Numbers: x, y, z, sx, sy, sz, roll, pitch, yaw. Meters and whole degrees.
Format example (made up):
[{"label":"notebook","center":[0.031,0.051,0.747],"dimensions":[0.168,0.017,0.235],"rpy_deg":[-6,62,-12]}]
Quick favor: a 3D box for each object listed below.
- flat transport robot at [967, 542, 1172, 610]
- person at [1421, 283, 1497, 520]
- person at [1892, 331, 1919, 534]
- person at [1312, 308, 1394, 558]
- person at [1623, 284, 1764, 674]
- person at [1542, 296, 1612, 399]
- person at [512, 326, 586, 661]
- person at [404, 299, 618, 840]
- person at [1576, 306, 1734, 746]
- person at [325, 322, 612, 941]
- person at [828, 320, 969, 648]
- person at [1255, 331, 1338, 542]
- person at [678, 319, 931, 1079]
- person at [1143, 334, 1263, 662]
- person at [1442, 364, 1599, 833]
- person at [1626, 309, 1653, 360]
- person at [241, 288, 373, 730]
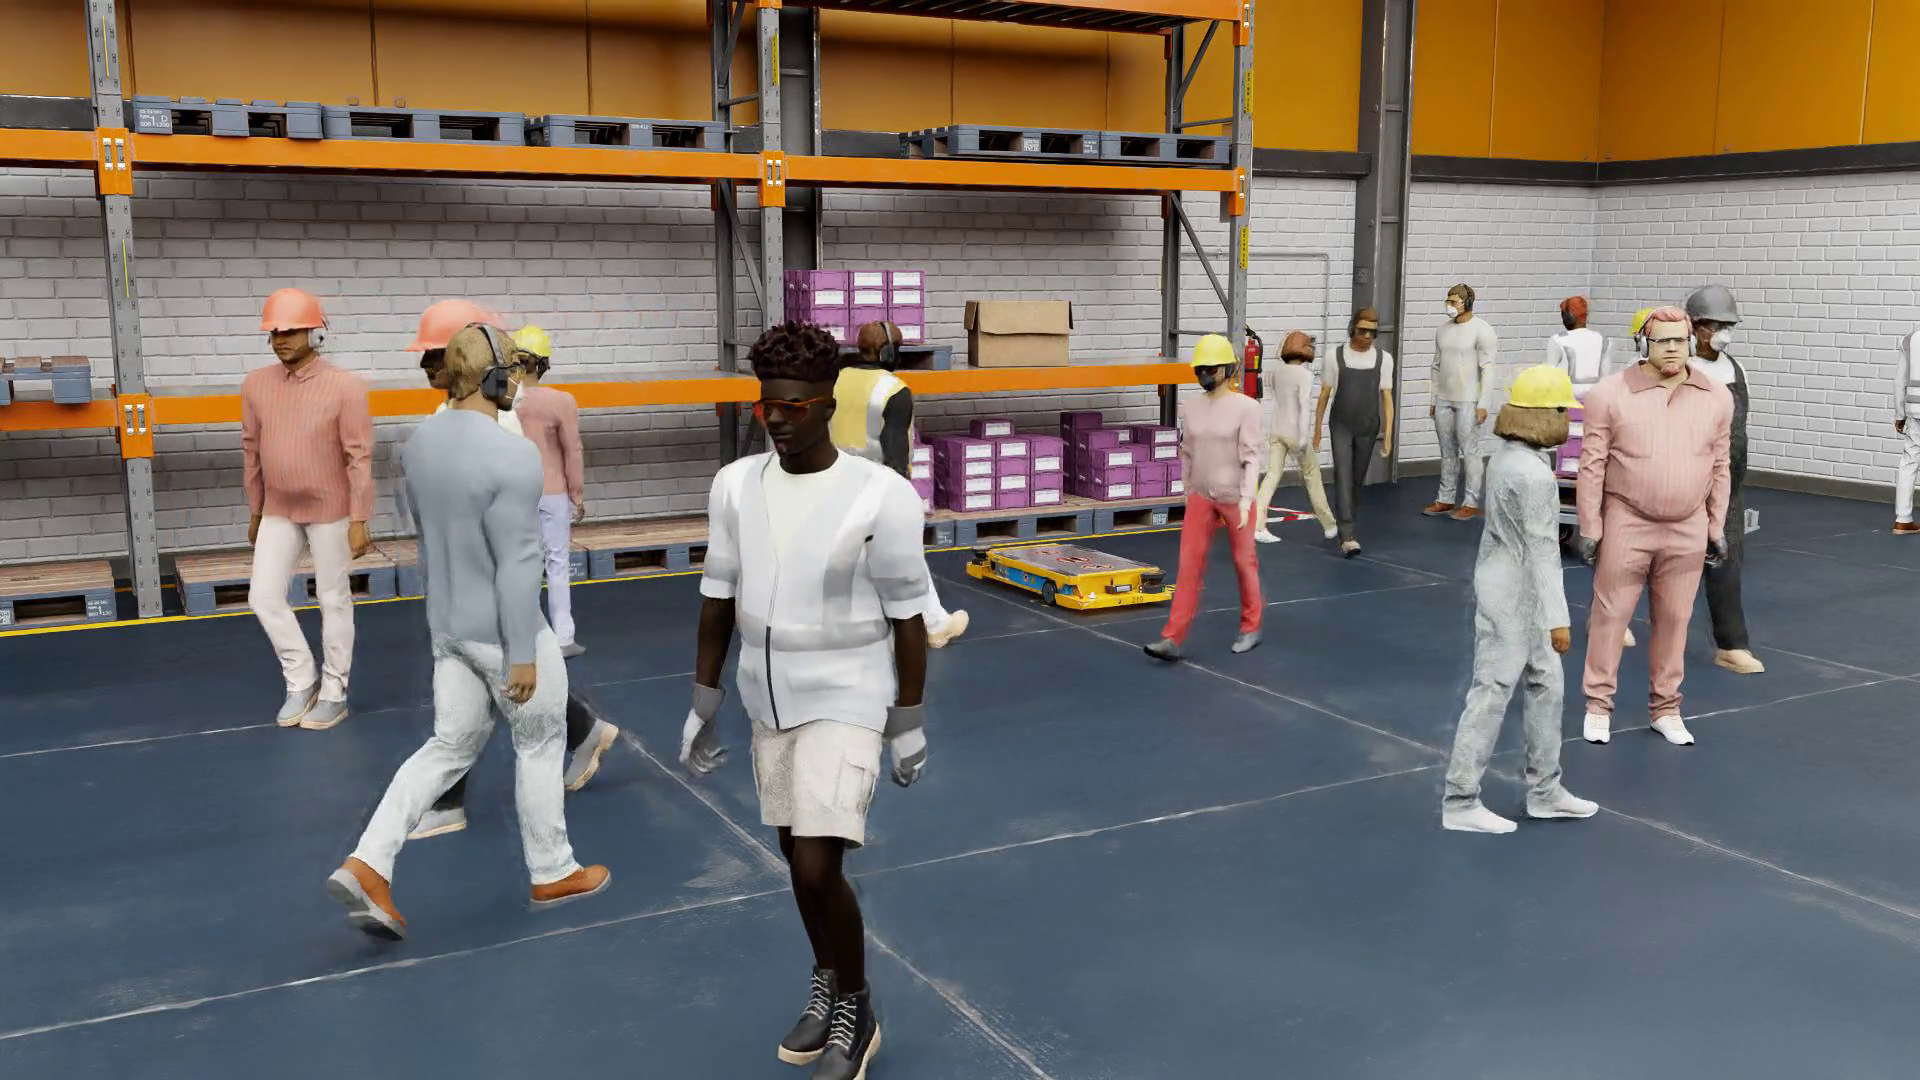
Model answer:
[{"label":"flat transport robot","center":[0.667,0.207,10.595],"dimensions":[0.652,0.197,1.431],"rpy_deg":[-5,11,-28]},{"label":"person","center":[4.115,-1.133,13.690],"dimensions":[0.356,1.938,0.633],"rpy_deg":[-5,11,-28]},{"label":"person","center":[7.461,-0.952,12.762],"dimensions":[0.341,1.879,0.586],"rpy_deg":[-5,10,-26]},{"label":"person","center":[2.862,-0.783,12.054],"dimensions":[0.535,1.782,0.978],"rpy_deg":[0,9,2]},{"label":"person","center":[3.818,-0.378,8.779],"dimensions":[0.684,2.000,1.004],"rpy_deg":[-2,10,-12]},{"label":"person","center":[5.101,-1.092,13.761],"dimensions":[0.579,1.851,0.912],"rpy_deg":[-3,10,-18]},{"label":"person","center":[-2.233,-0.236,8.749],"dimensions":[0.533,1.768,0.311],"rpy_deg":[0,9,1]},{"label":"person","center":[-1.729,0.086,6.216],"dimensions":[0.927,1.966,0.631],"rpy_deg":[-7,11,-35]},{"label":"person","center":[3.004,-0.051,7.196],"dimensions":[0.651,1.906,0.401],"rpy_deg":[1,9,4]},{"label":"person","center":[-1.525,0.286,5.135],"dimensions":[0.635,1.915,0.886],"rpy_deg":[8,12,39]},{"label":"person","center":[-0.406,-0.263,8.826],"dimensions":[0.629,1.789,0.965],"rpy_deg":[8,13,42]},{"label":"person","center":[2.535,-0.777,12.571],"dimensions":[0.834,1.585,0.497],"rpy_deg":[-5,11,-30]},{"label":"person","center":[-0.407,0.424,4.197],"dimensions":[0.616,1.941,0.605],"rpy_deg":[6,11,32]},{"label":"person","center":[1.336,-0.210,8.717],"dimensions":[0.539,1.716,0.911],"rpy_deg":[8,12,39]},{"label":"person","center":[2.113,0.231,6.021],"dimensions":[0.721,1.715,0.516],"rpy_deg":[1,9,6]},{"label":"person","center":[5.626,-0.990,13.462],"dimensions":[1.057,1.726,0.606],"rpy_deg":[1,9,8]},{"label":"person","center":[-2.911,-0.119,7.381],"dimensions":[0.650,1.977,0.476],"rpy_deg":[1,9,7]}]
